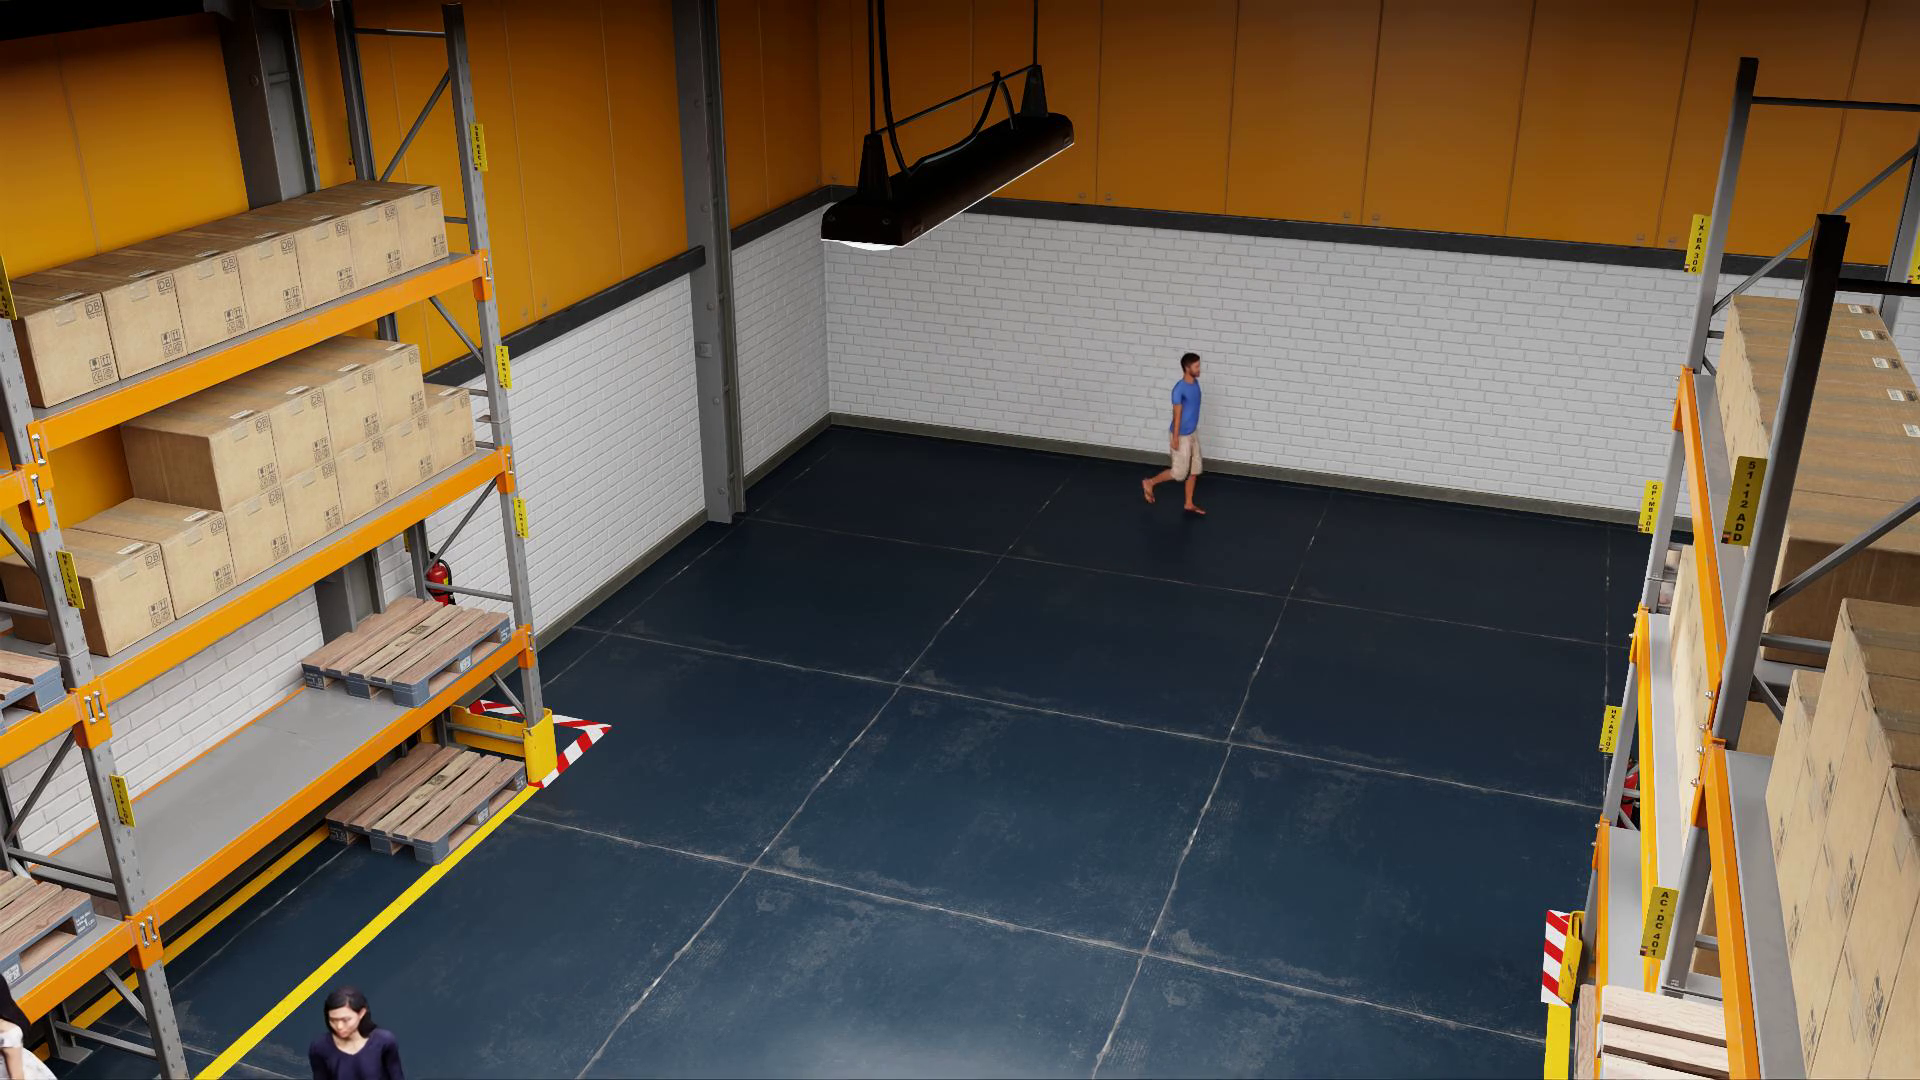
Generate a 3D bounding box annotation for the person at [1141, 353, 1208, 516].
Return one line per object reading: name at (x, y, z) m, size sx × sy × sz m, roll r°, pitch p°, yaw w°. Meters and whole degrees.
person at (2.395, -1.179, 18.313) m, size 0.839 × 1.846 × 0.978 m, roll 15°, pitch 28°, yaw 30°

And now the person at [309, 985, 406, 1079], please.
person at (-3.136, 3.018, 8.872) m, size 0.852 × 1.718 × 0.998 m, roll -3°, pitch 24°, yaw -8°
